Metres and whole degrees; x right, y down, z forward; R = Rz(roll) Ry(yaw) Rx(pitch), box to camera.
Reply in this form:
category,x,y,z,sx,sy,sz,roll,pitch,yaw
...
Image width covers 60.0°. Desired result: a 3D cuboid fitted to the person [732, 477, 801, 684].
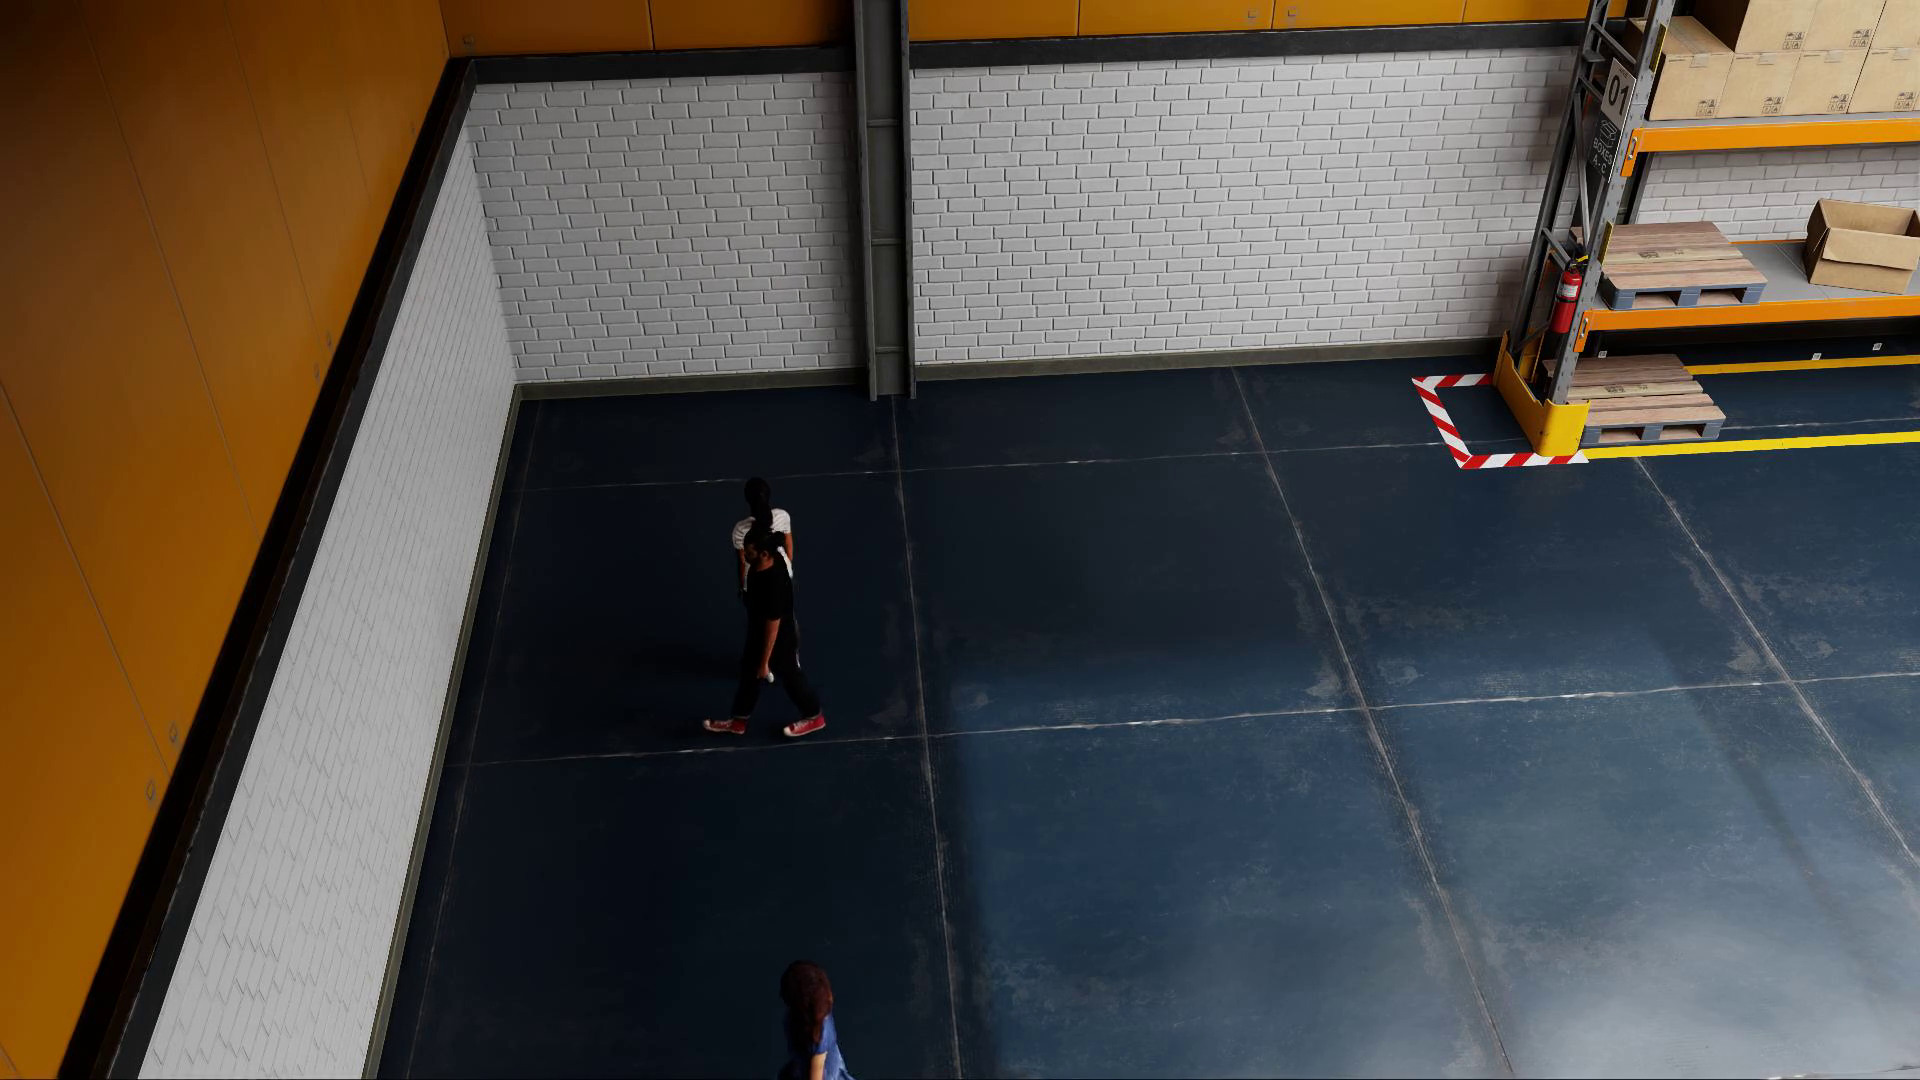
category,x,y,z,sx,sy,sz,roll,pitch,yaw
person,-1.283,0.260,11.076,0.587,1.646,0.702,-19,42,-22

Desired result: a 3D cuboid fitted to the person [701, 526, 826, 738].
category,x,y,z,sx,sy,sz,roll,pitch,yaw
person,-1.119,0.610,10.577,1.092,1.723,0.808,-13,40,-15

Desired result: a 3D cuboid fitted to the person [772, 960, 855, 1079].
category,x,y,z,sx,sy,sz,roll,pitch,yaw
person,-0.600,2.605,8.033,0.986,1.780,0.759,-10,40,-12
